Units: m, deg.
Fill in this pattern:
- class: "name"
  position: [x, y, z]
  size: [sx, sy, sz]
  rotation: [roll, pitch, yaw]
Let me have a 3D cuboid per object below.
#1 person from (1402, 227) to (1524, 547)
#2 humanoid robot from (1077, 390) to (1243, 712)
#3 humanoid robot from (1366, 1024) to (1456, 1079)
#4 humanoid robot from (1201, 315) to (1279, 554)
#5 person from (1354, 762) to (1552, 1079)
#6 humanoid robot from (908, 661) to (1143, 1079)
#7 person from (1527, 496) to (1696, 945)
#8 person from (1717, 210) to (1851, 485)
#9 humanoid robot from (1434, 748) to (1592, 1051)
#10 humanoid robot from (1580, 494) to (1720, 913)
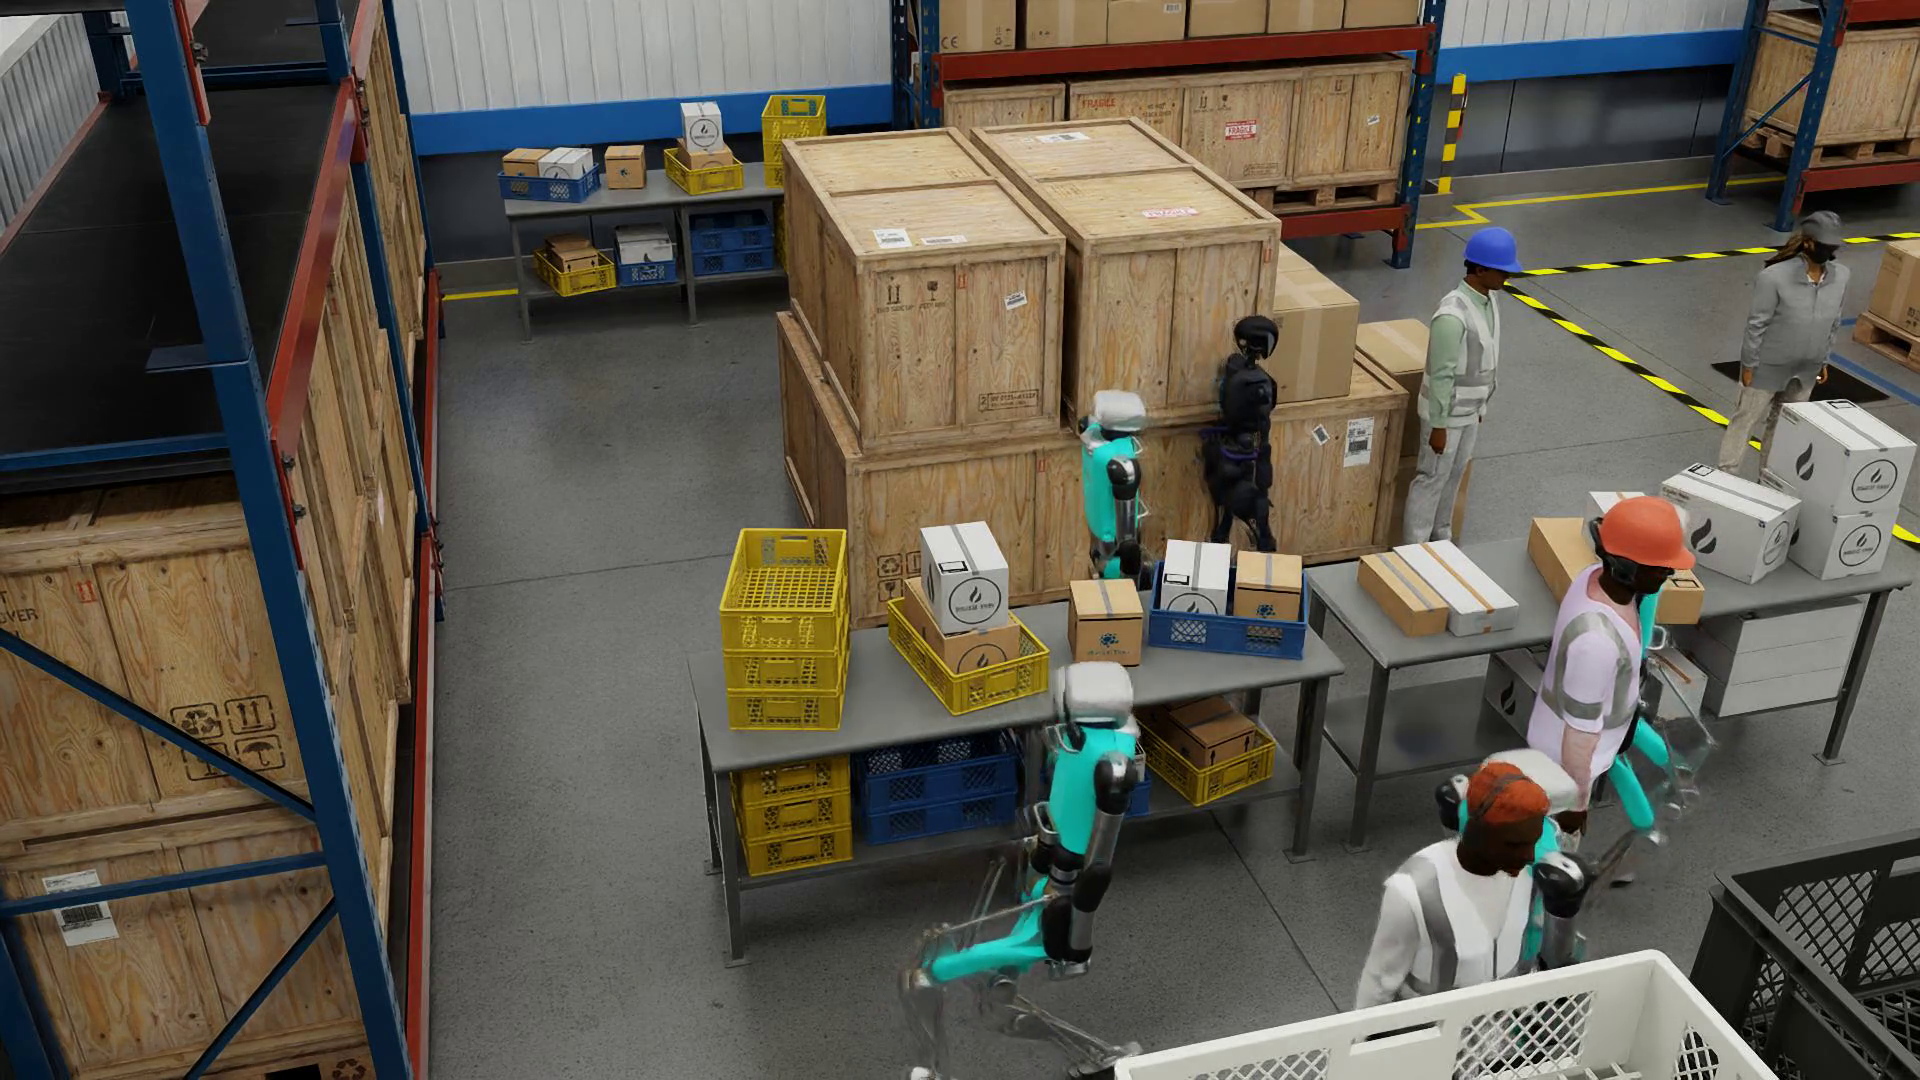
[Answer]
- class: "person"
  position: [2.587, -0.690, 8.641]
  size: [0.413, 1.939, 0.603]
  rotation: [20, 34, 31]
- class: "humanoid robot"
  position: [0.945, 0.151, 7.362]
  size: [0.914, 1.806, 0.555]
  rotation: [-7, 30, -12]
- class: "humanoid robot"
  position: [0.964, 1.854, 4.308]
  size: [0.411, 1.640, 0.611]
  rotation: [9, 30, 15]
- class: "humanoid robot"
  position: [1.396, -0.352, 8.301]
  size: [0.434, 1.647, 0.592]
  rotation: [-7, 30, -13]
- class: "person"
  position: [1.436, 1.418, 4.887]
  size: [0.604, 1.870, 0.418]
  rotation: [-14, 32, -24]
- class: "humanoid robot"
  position: [0.114, 1.210, 5.460]
  size: [1.038, 1.762, 0.530]
  rotation: [-5, 29, -9]
- class: "person"
  position: [2.234, 0.748, 5.939]
  size: [0.404, 2.035, 0.598]
  rotation: [11, 31, 18]
- class: "person"
  position: [4.635, -1.004, 9.382]
  size: [0.563, 1.769, 0.400]
  rotation: [-5, 29, -9]
- class: "humanoid robot"
  position: [1.826, 1.345, 5.180]
  size: [0.834, 1.785, 0.530]
  rotation: [-14, 32, -24]
- class: "humanoid robot"
  position: [2.673, 0.710, 6.354]
  size: [0.688, 1.838, 0.555]
  rotation: [13, 31, 22]
